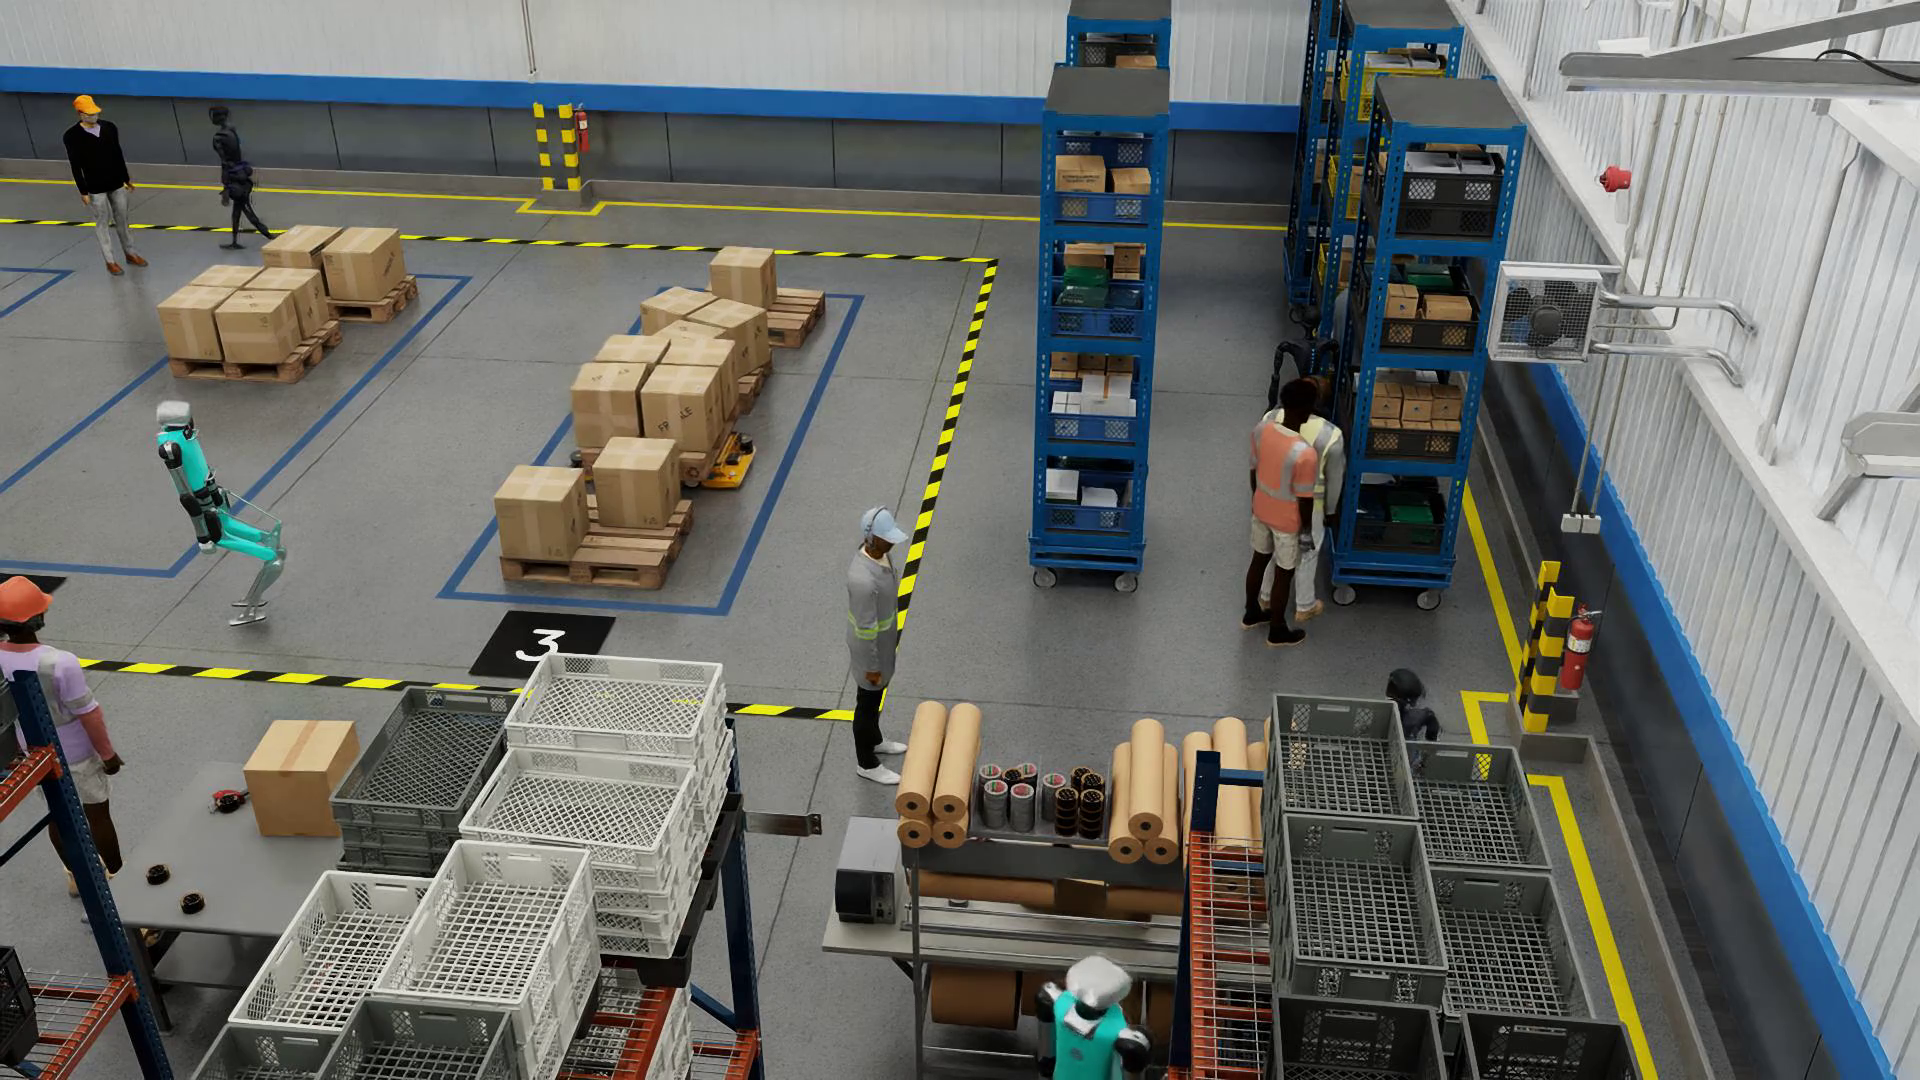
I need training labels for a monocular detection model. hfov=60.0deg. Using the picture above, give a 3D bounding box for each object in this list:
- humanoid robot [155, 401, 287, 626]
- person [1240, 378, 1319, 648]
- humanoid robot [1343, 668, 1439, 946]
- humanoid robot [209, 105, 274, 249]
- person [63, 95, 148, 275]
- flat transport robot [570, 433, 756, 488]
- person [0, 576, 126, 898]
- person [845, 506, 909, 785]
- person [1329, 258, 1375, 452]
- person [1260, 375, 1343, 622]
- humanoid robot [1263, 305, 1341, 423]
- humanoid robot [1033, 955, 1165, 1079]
[{"bbox_3d":[-4.975,-0.199,11.418,0.735,1.681,0.533,-6,31,-10],"label":"humanoid robot"},{"bbox_3d":[2.194,-0.183,11.303,0.364,1.962,0.611,-16,34,-25],"label":"person"},{"bbox_3d":[2.229,1.376,8.947,0.601,1.630,0.766,-11,32,-18],"label":"humanoid robot"},{"bbox_3d":[-7.815,-3.892,18.022,0.781,1.644,0.608,-2,30,-3],"label":"humanoid robot"},{"bbox_3d":[-8.989,-3.740,17.493,0.377,1.882,0.590,18,35,28],"label":"person"},{"bbox_3d":[-2.472,-0.703,13.853,1.431,0.197,0.652,3,30,6],"label":"flat transport robot"},{"bbox_3d":[-4.876,1.093,9.034,0.613,2.042,0.371,4,30,8],"label":"person"},{"bbox_3d":[-0.484,0.617,10.043,0.396,1.849,0.587,4,30,7],"label":"person"},{"bbox_3d":[3.164,-1.324,13.289,0.373,1.940,0.630,-8,31,-13],"label":"person"},{"bbox_3d":[2.361,-0.293,11.619,0.622,1.838,0.431,21,36,31],"label":"person"},{"bbox_3d":[2.687,-1.054,13.069,0.599,1.657,0.315,-2,30,-3],"label":"humanoid robot"},{"bbox_3d":[0.711,2.371,7.210,0.531,1.790,1.044,21,36,32],"label":"humanoid robot"}]
